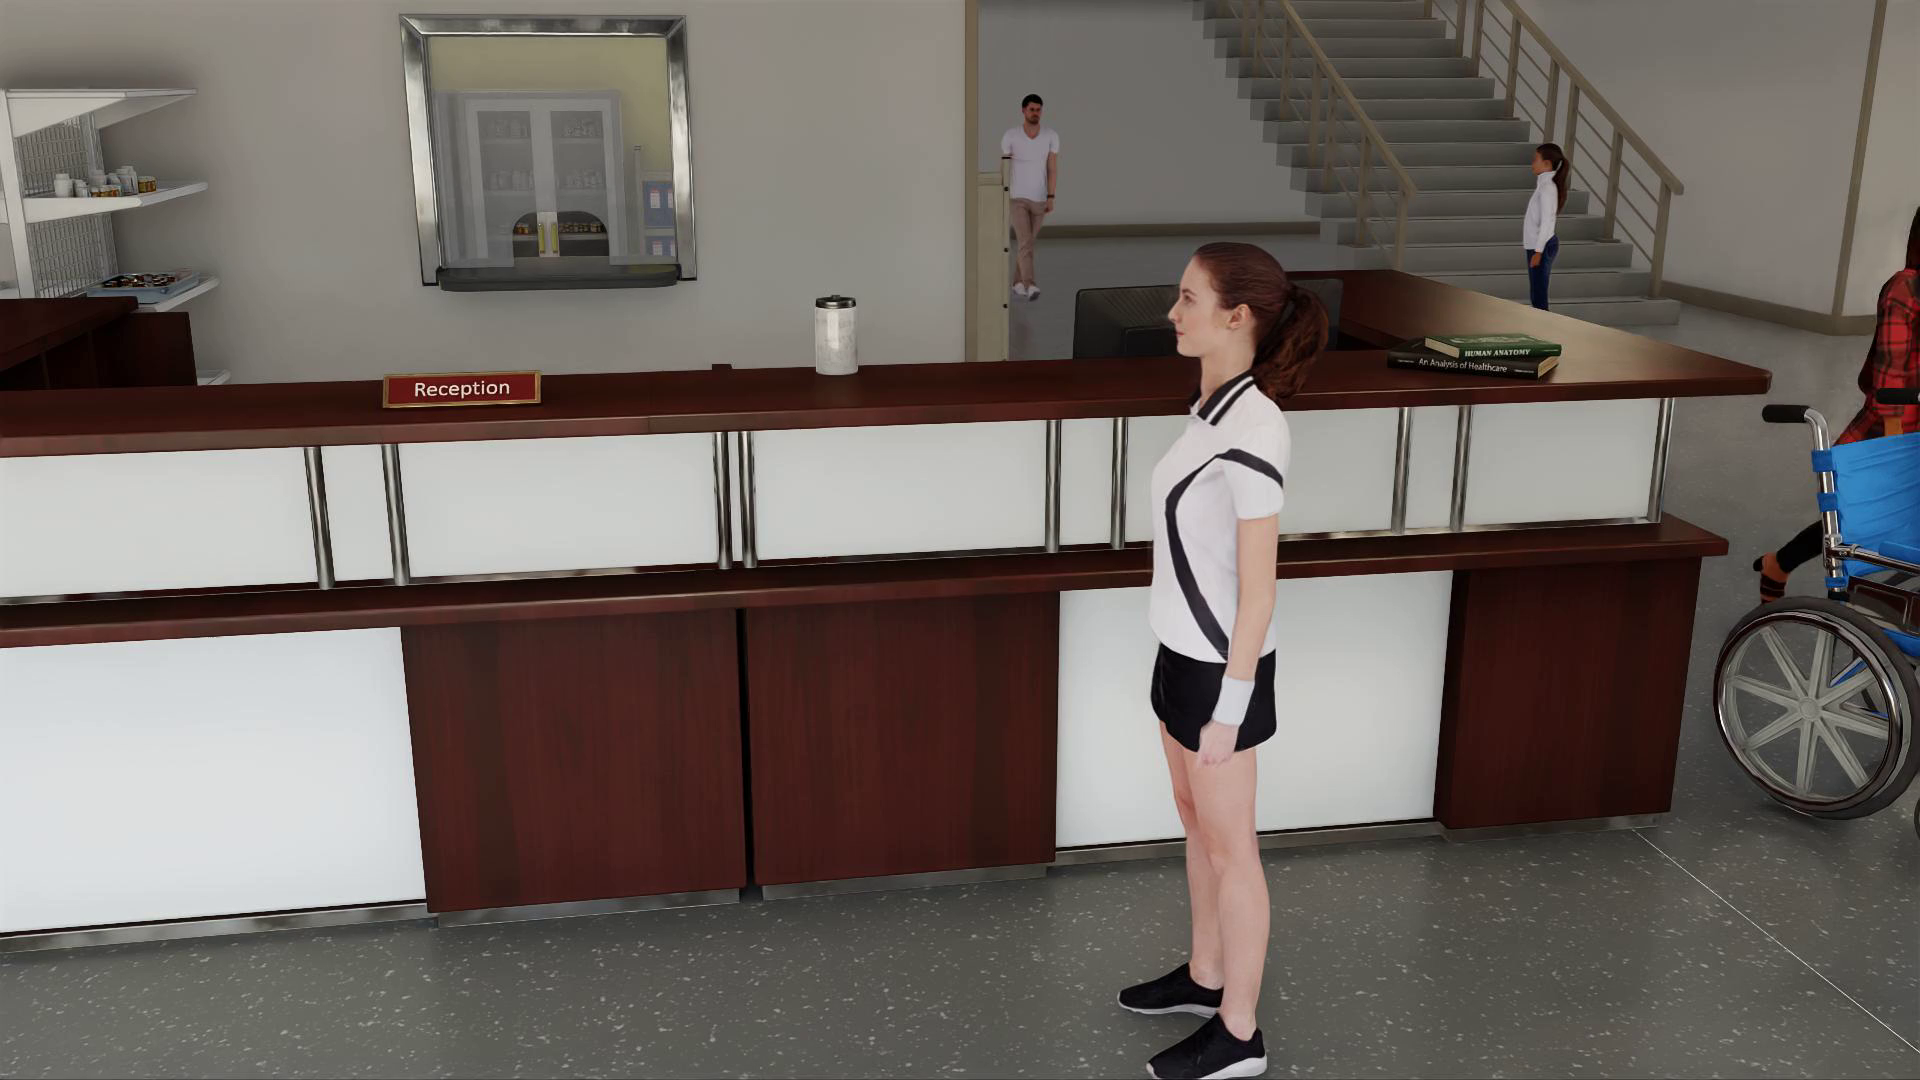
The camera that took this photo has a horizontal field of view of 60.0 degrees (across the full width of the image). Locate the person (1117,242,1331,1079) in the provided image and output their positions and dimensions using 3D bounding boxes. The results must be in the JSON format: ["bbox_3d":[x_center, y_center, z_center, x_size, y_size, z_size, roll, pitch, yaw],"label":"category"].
[{"bbox_3d":[0.532,0.268,3.434,0.633,1.752,0.506,-1,16,-5],"label":"person"}]

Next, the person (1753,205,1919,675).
[{"bbox_3d":[3.203,-0.354,5.783,0.741,1.673,1.118,-6,17,-21],"label":"person"}]

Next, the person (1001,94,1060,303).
[{"bbox_3d":[0.599,-3.095,15.225,0.721,1.827,1.150,-4,16,-12],"label":"person"}]

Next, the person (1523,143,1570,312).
[{"bbox_3d":[4.374,-2.187,12.500,0.679,1.558,0.585,6,17,19],"label":"person"}]
